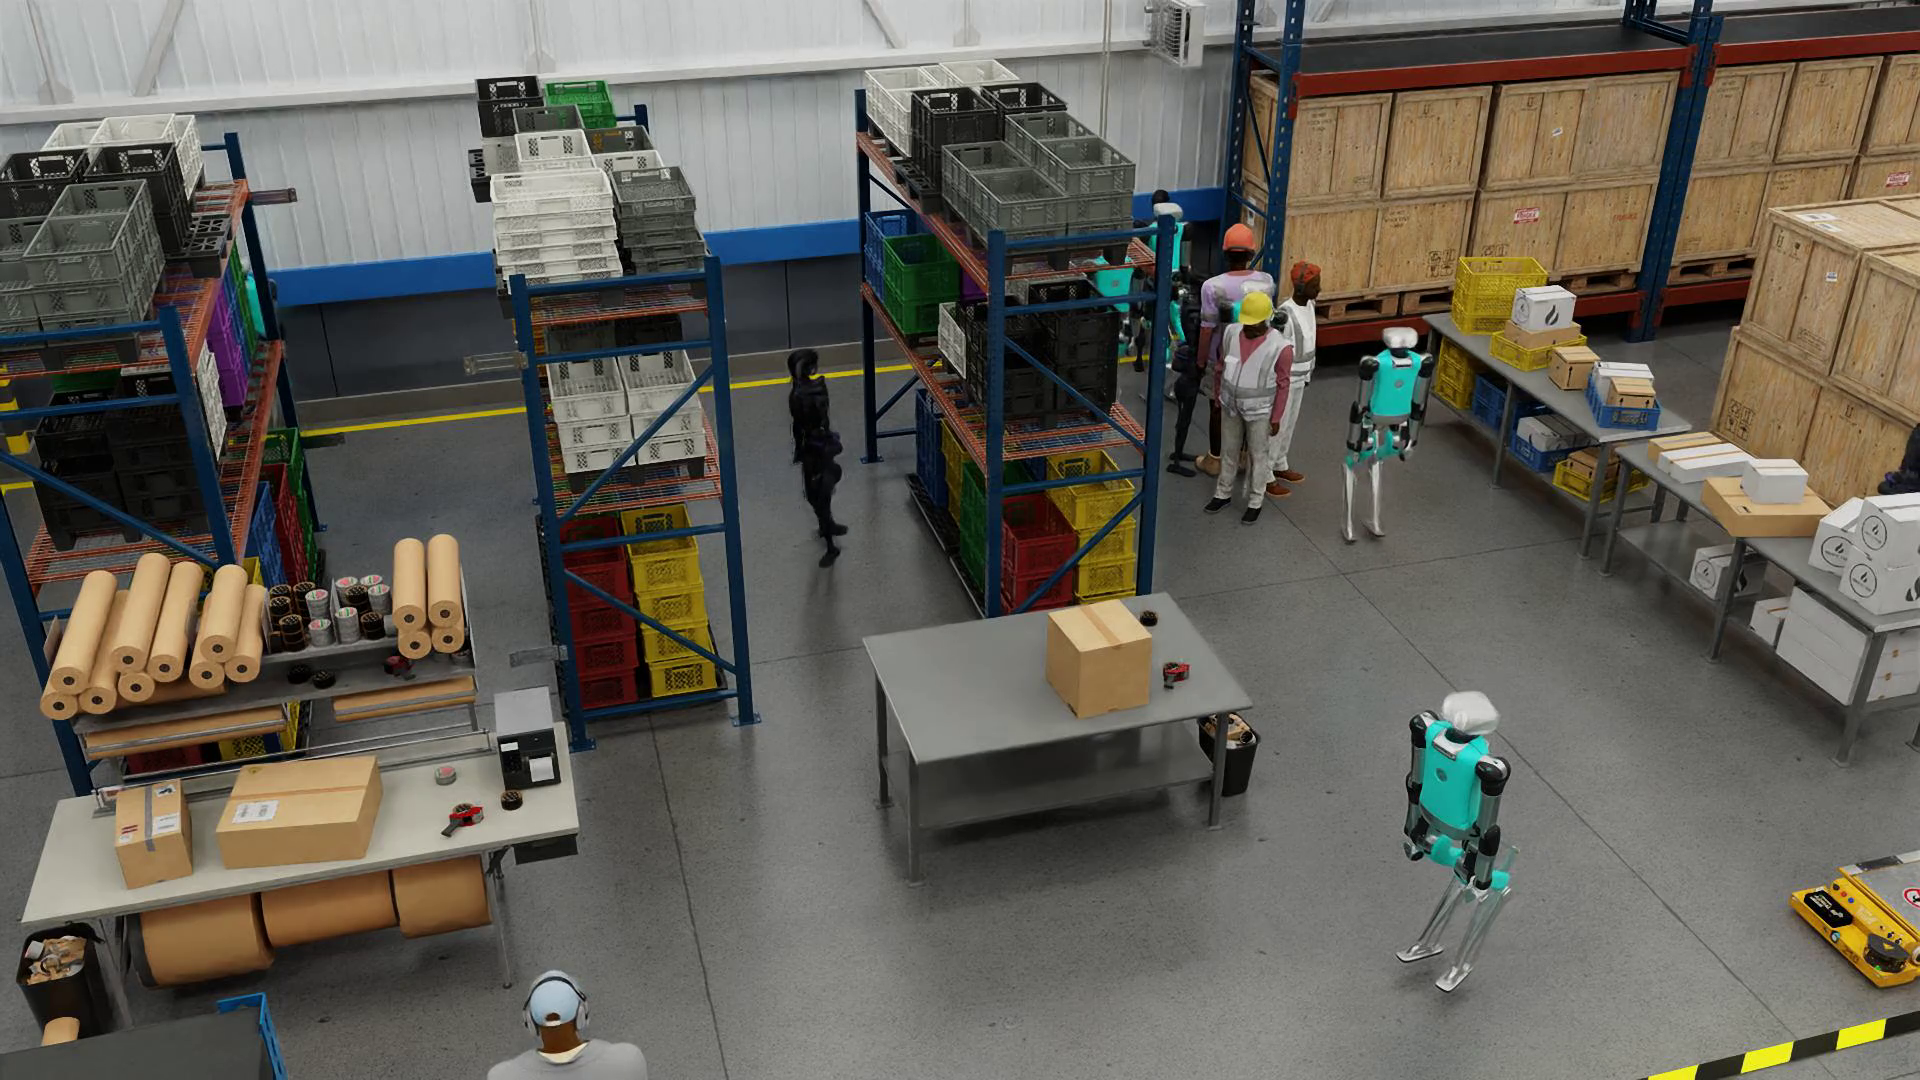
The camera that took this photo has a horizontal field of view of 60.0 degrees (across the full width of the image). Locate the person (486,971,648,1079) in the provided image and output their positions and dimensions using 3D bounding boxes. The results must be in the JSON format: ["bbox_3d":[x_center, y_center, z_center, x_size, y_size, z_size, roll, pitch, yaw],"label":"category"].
[{"bbox_3d":[-1.414,2.344,6.257,0.587,1.848,0.397,-6,29,-11],"label":"person"}]

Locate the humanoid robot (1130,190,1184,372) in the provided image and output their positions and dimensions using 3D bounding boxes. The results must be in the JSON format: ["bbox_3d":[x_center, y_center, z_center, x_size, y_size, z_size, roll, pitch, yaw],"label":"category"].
[{"bbox_3d":[1.744,-2.321,14.907,0.599,1.657,0.315,7,29,12],"label":"humanoid robot"}]

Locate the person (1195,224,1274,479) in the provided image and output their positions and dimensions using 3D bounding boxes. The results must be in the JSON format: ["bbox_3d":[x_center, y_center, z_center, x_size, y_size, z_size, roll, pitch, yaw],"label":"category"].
[{"bbox_3d":[2.107,-1.467,12.996,0.613,2.036,0.387,-9,30,-16],"label":"person"}]

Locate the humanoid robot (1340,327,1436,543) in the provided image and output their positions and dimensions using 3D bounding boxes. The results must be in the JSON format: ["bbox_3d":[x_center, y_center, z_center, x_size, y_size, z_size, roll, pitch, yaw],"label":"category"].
[{"bbox_3d":[3.007,-0.812,12.043,0.530,1.715,0.766,-3,29,-5],"label":"humanoid robot"}]

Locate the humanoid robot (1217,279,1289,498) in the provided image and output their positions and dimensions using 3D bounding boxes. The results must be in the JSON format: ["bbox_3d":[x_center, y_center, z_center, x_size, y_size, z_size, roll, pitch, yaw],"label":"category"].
[{"bbox_3d":[2.285,-1.218,12.856,0.550,1.790,0.760,13,32,23],"label":"humanoid robot"}]

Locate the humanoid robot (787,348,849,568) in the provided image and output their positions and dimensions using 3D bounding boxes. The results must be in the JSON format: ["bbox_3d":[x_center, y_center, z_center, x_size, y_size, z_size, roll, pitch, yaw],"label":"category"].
[{"bbox_3d":[-0.966,-0.619,11.834,0.479,1.646,0.610,-15,32,-25],"label":"humanoid robot"}]

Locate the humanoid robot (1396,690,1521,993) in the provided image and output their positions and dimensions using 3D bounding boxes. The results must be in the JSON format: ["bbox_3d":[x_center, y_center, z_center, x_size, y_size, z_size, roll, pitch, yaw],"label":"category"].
[{"bbox_3d":[2.470,1.398,7.958,0.735,1.673,0.533,-17,33,-28],"label":"humanoid robot"}]

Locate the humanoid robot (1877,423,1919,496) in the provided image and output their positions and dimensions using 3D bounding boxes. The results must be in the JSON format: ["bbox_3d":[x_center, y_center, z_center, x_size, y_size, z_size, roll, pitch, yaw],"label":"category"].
[{"bbox_3d":[6.330,-0.276,11.209,0.610,1.644,0.476,-18,34,-30],"label":"humanoid robot"}]

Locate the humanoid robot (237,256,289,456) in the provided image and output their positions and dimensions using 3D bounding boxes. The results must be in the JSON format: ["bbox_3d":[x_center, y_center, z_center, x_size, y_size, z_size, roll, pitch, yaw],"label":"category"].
[{"bbox_3d":[-5.679,-1.499,13.368,0.575,1.769,0.788,-10,30,-17],"label":"humanoid robot"}]

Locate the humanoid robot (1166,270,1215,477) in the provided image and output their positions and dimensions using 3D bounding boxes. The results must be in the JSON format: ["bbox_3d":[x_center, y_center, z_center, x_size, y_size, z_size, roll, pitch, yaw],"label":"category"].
[{"bbox_3d":[1.843,-1.339,13.119,0.315,1.657,0.599,9,30,16],"label":"humanoid robot"}]

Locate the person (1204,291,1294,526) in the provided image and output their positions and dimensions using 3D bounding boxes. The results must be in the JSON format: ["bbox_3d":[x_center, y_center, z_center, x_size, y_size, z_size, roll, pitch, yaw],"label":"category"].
[{"bbox_3d":[2.129,-0.988,12.345,0.586,1.823,0.403,20,34,32],"label":"person"}]

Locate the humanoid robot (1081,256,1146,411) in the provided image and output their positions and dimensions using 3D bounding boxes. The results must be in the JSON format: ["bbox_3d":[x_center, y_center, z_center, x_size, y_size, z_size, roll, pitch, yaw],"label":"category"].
[{"bbox_3d":[1.212,-1.752,13.867,0.530,1.805,0.799,-2,29,-4],"label":"humanoid robot"}]

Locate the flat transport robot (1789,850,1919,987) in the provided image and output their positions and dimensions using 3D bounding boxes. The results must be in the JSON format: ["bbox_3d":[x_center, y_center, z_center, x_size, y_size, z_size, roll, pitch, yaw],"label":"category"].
[{"bbox_3d":[5.163,1.916,8.676,1.431,0.231,0.659,-8,30,-14],"label":"flat transport robot"}]

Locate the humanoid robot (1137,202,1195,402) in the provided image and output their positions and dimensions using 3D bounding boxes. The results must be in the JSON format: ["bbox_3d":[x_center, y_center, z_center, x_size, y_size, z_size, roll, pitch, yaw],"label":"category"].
[{"bbox_3d":[1.811,-1.954,14.111,0.530,1.726,0.683,-11,31,-20],"label":"humanoid robot"}]

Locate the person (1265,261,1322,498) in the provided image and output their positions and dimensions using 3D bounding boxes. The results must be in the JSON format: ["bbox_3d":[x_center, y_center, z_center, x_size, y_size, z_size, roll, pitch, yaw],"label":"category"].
[{"bbox_3d":[2.528,-1.230,12.734,0.340,1.876,0.575,17,33,27],"label":"person"}]
